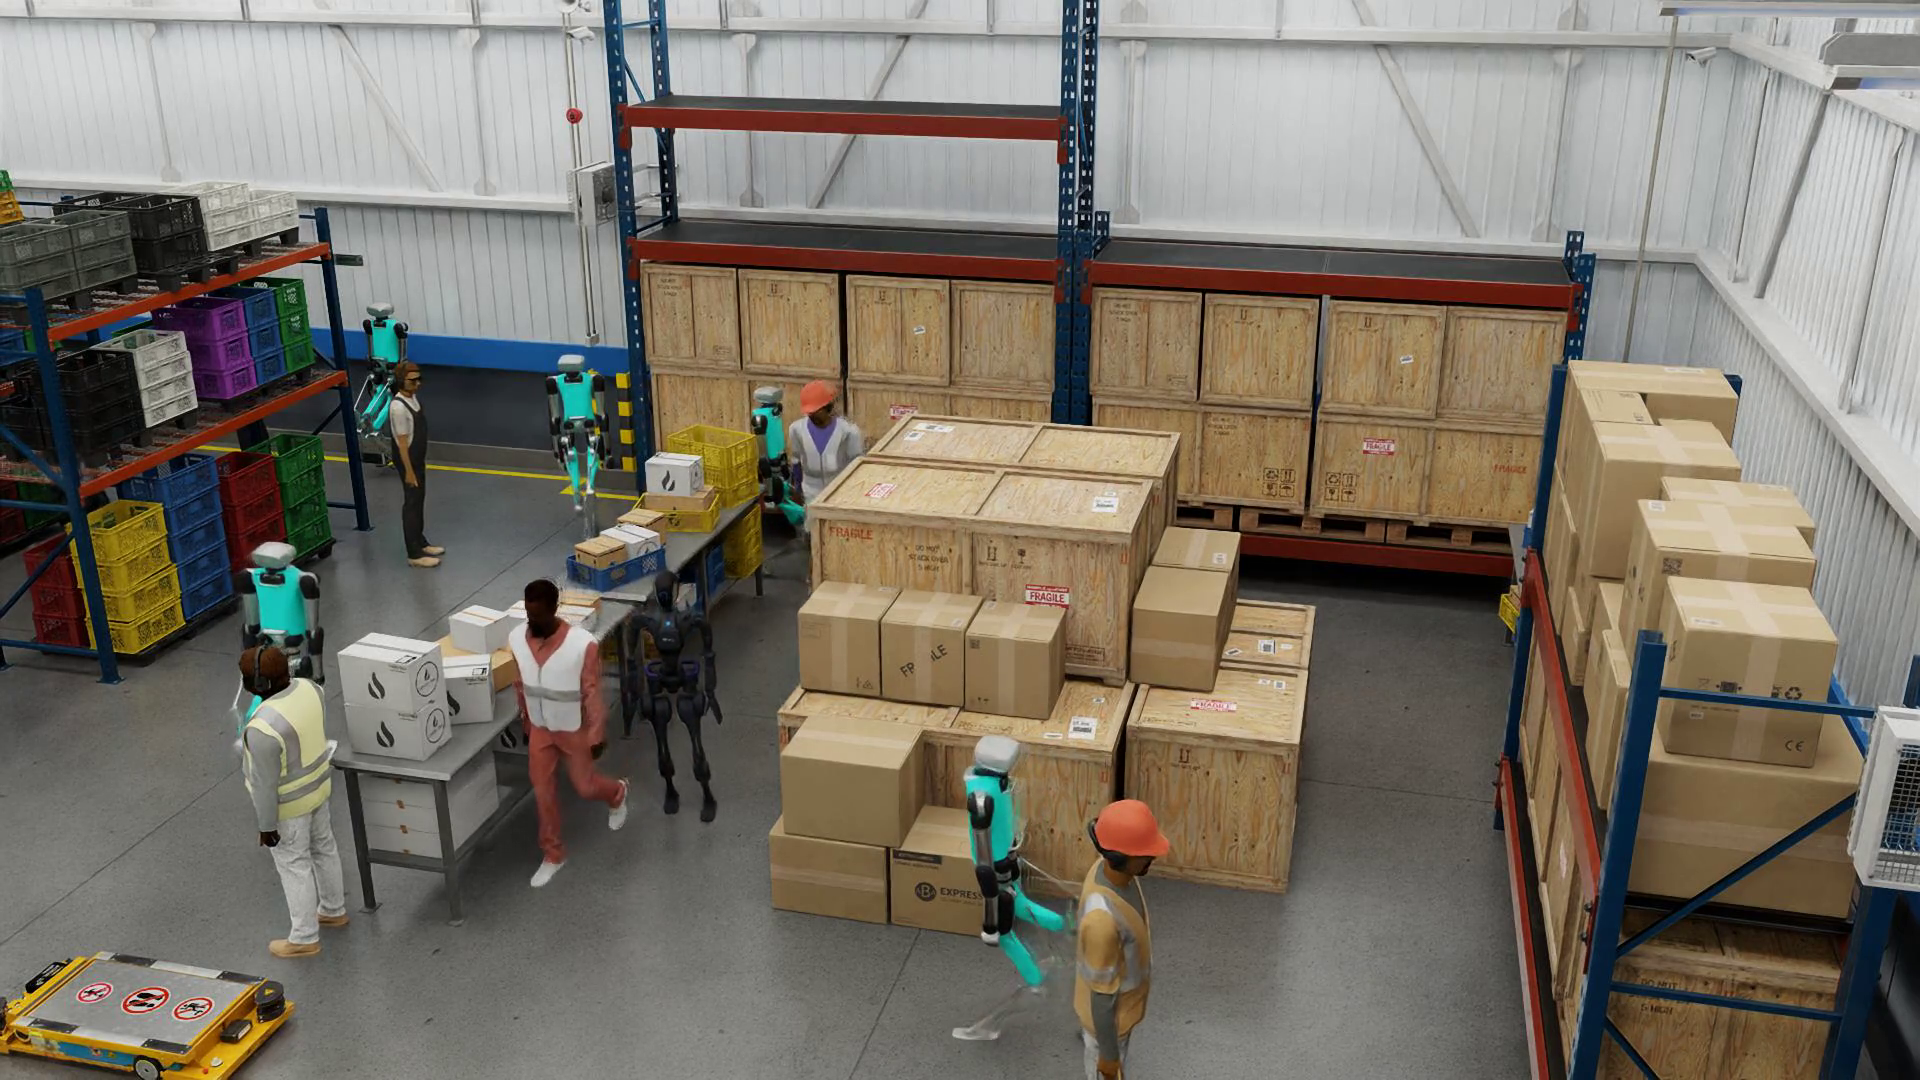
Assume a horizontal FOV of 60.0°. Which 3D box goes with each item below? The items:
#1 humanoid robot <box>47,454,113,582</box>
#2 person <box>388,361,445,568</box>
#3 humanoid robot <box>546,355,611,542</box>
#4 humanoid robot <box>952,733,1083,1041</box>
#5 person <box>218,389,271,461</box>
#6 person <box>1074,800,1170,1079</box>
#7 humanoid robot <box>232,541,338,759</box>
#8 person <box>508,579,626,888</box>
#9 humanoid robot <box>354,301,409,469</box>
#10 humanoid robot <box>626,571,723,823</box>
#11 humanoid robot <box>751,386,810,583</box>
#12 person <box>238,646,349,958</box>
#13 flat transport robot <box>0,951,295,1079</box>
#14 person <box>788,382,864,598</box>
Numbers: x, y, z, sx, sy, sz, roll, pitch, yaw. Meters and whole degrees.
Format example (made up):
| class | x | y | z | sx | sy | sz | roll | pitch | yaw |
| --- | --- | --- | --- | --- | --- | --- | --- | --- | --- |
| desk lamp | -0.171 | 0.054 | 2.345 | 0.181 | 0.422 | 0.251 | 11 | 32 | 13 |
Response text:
| class | x | y | z | sx | sy | sz | roll | pitch | yaw |
| --- | --- | --- | --- | --- | --- | --- | --- | --- | --- |
| humanoid robot | -7.573 | -0.416 | 14.174 | 0.615 | 1.632 | 0.561 | 8 | 22 | 20 |
| person | -4.792 | -0.671 | 14.597 | 0.344 | 1.842 | 0.504 | -2 | 21 | -6 |
| humanoid robot | -3.434 | -0.739 | 14.986 | 0.540 | 1.765 | 1.029 | -2 | 21 | -6 |
| humanoid robot | 0.460 | 1.814 | 8.302 | 1.001 | 1.779 | 0.530 | 4 | 21 | 10 |
| person | -7.278 | -1.530 | 16.814 | 0.315 | 1.864 | 0.521 | 11 | 24 | 27 |
| person | 0.689 | 2.037 | 7.238 | 0.376 | 2.041 | 0.613 | 4 | 21 | 10 |
| humanoid robot | -4.363 | 0.906 | 10.612 | 0.550 | 1.730 | 1.022 | 2 | 21 | 6 |
| person | -2.357 | 1.079 | 9.947 | 0.596 | 1.896 | 0.768 | 6 | 22 | 16 |
| humanoid robot | -5.901 | -1.522 | 16.783 | 0.533 | 1.677 | 0.735 | 10 | 23 | 24 |
| humanoid robot | -1.810 | 0.983 | 10.498 | 0.608 | 1.651 | 0.363 | -2 | 21 | -5 |
| humanoid robot | -1.369 | -0.432 | 14.179 | 0.993 | 1.766 | 0.545 | 4 | 21 | 10 |
| person | -3.678 | 1.424 | 9.133 | 0.429 | 1.837 | 0.622 | 3 | 21 | 8 |
| flat transport robot | -4.270 | 2.464 | 8.601 | 1.431 | 0.231 | 0.659 | 5 | 22 | 13 |
| person | -1.062 | -0.424 | 13.803 | 0.659 | 1.969 | 1.126 | 2 | 21 | 4 |
